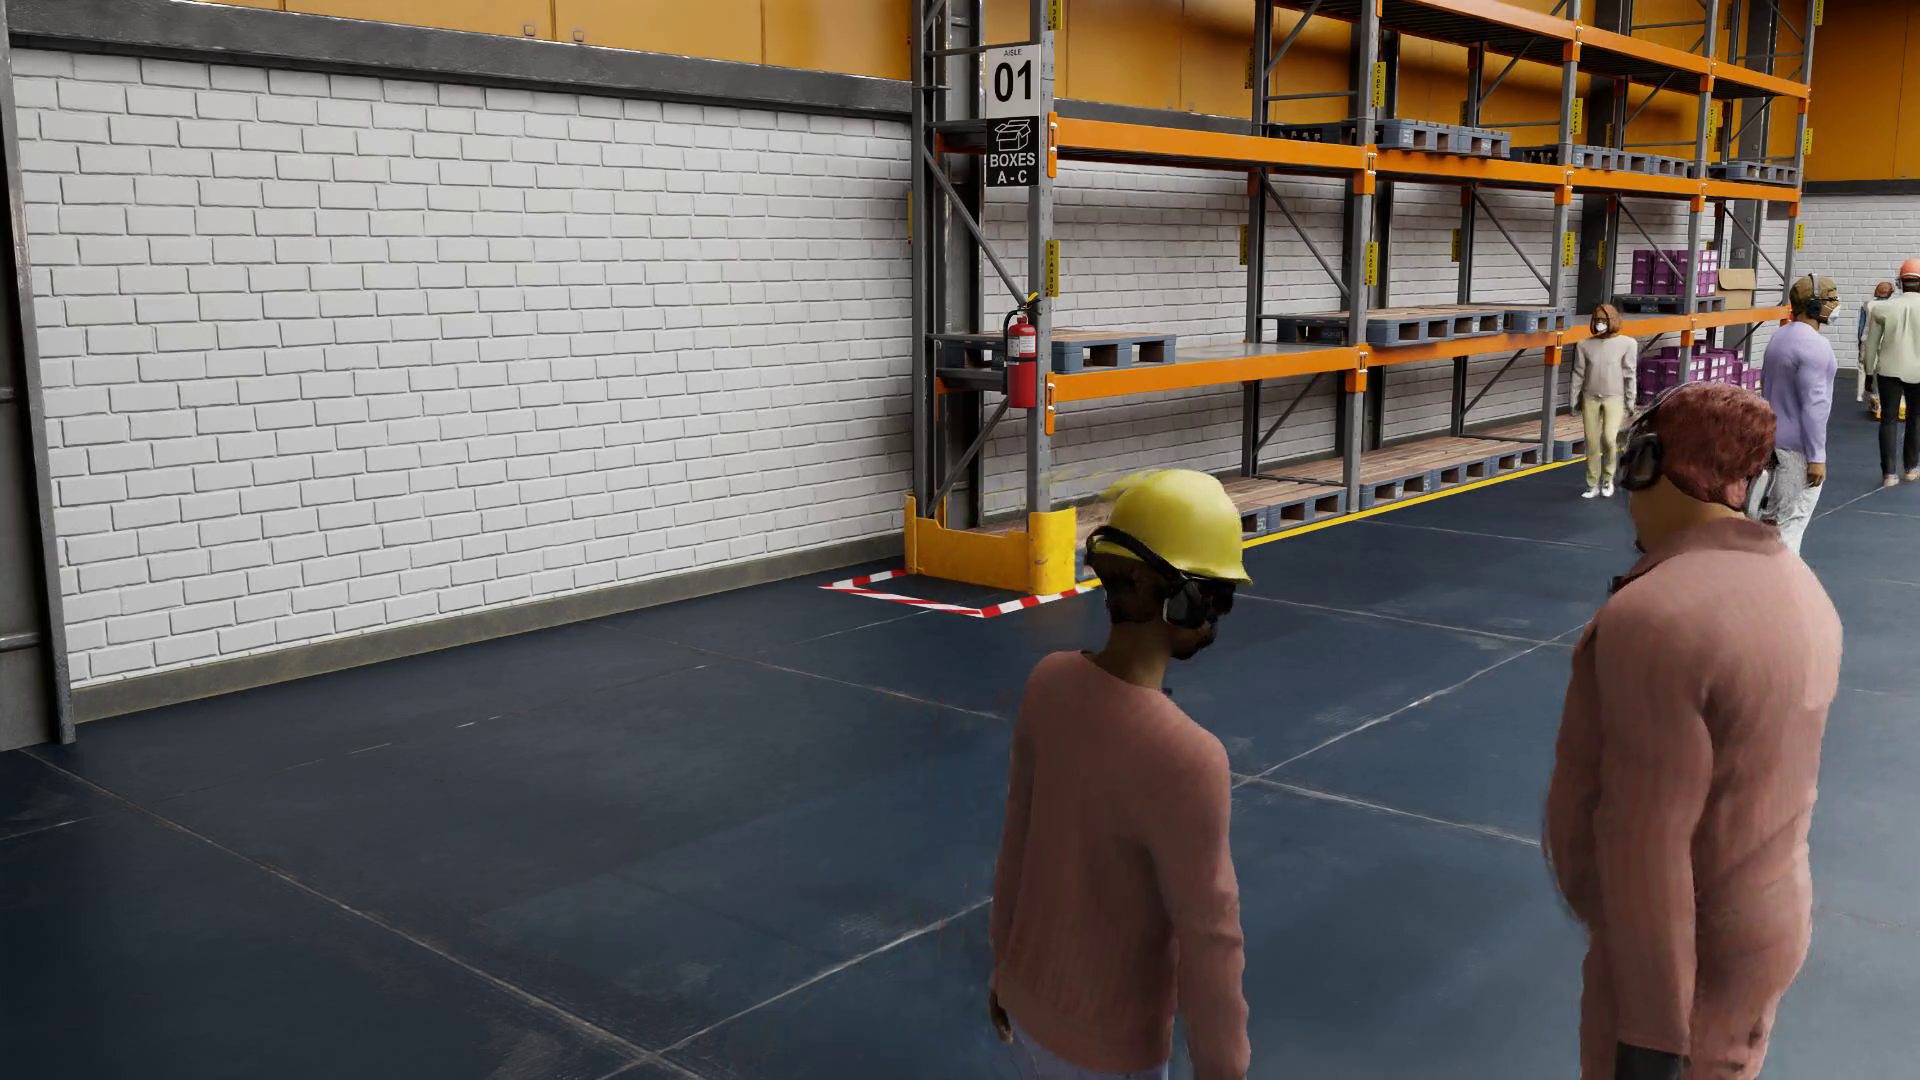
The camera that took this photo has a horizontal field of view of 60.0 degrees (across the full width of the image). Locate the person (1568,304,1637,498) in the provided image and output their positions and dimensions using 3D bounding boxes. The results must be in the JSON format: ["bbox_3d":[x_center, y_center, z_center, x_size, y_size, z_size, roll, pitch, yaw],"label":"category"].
[{"bbox_3d":[5.300,-1.136,13.753,0.521,1.617,0.375,8,13,38],"label":"person"}]

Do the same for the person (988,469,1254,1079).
[{"bbox_3d":[0.251,0.758,2.621,0.446,1.735,0.538,-3,11,-19],"label":"person"}]

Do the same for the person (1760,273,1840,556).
[{"bbox_3d":[4.575,-0.483,9.119,0.376,1.940,0.627,1,10,6],"label":"person"}]

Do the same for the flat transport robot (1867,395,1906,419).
[{"bbox_3d":[11.584,-1.638,20.444,0.652,0.197,1.431,4,11,24],"label":"flat transport robot"}]

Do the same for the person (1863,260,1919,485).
[{"bbox_3d":[8.378,-1.486,14.748,0.653,1.960,0.889,7,12,33],"label":"person"}]

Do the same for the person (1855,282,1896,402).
[{"bbox_3d":[12.333,-2.649,22.357,0.350,1.625,0.515,-8,13,-40],"label":"person"}]

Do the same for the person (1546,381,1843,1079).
[{"bbox_3d":[1.115,0.692,2.666,0.424,1.862,0.832,9,13,40],"label":"person"}]
